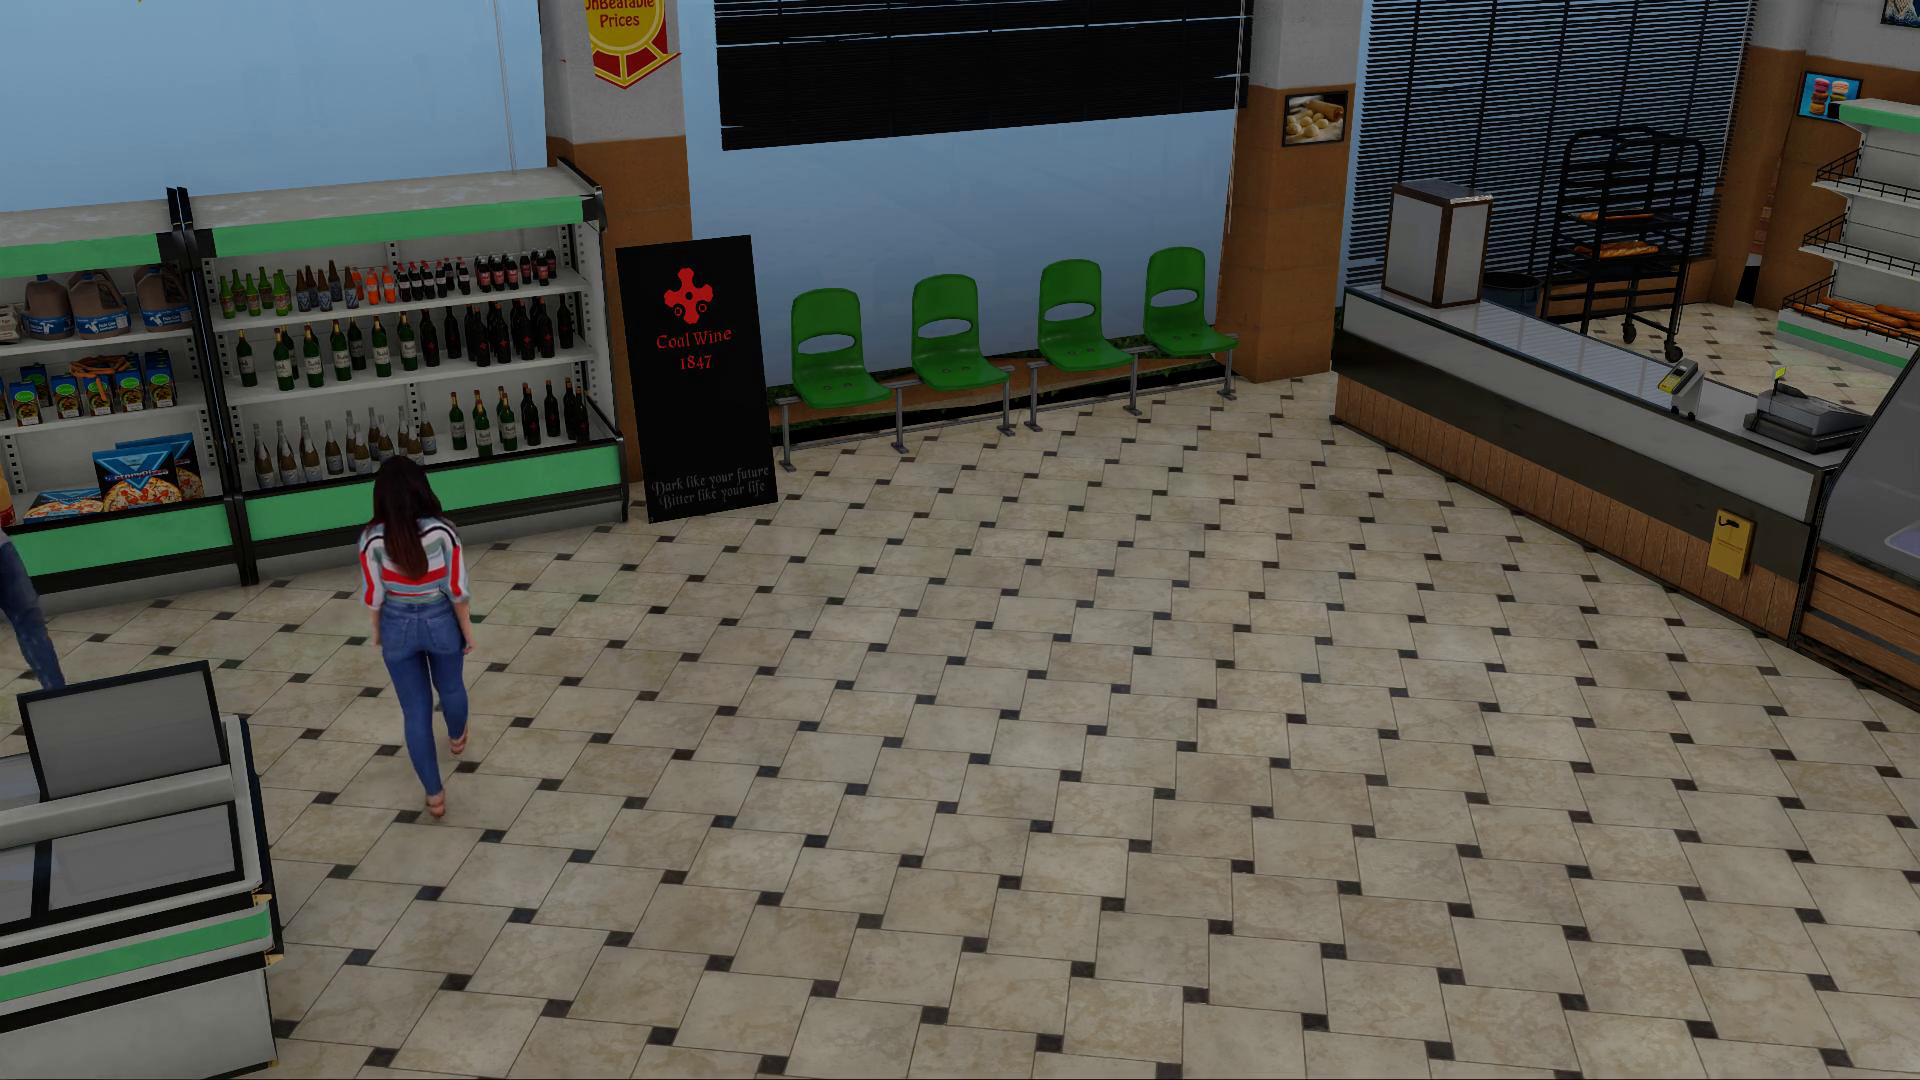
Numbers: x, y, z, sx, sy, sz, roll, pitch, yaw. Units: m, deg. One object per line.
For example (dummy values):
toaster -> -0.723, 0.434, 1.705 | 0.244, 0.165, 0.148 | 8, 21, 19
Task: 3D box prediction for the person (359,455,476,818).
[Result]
person -> -2.322, 0.437, 7.159 | 0.947, 1.577, 0.752 | -7, 25, -16
